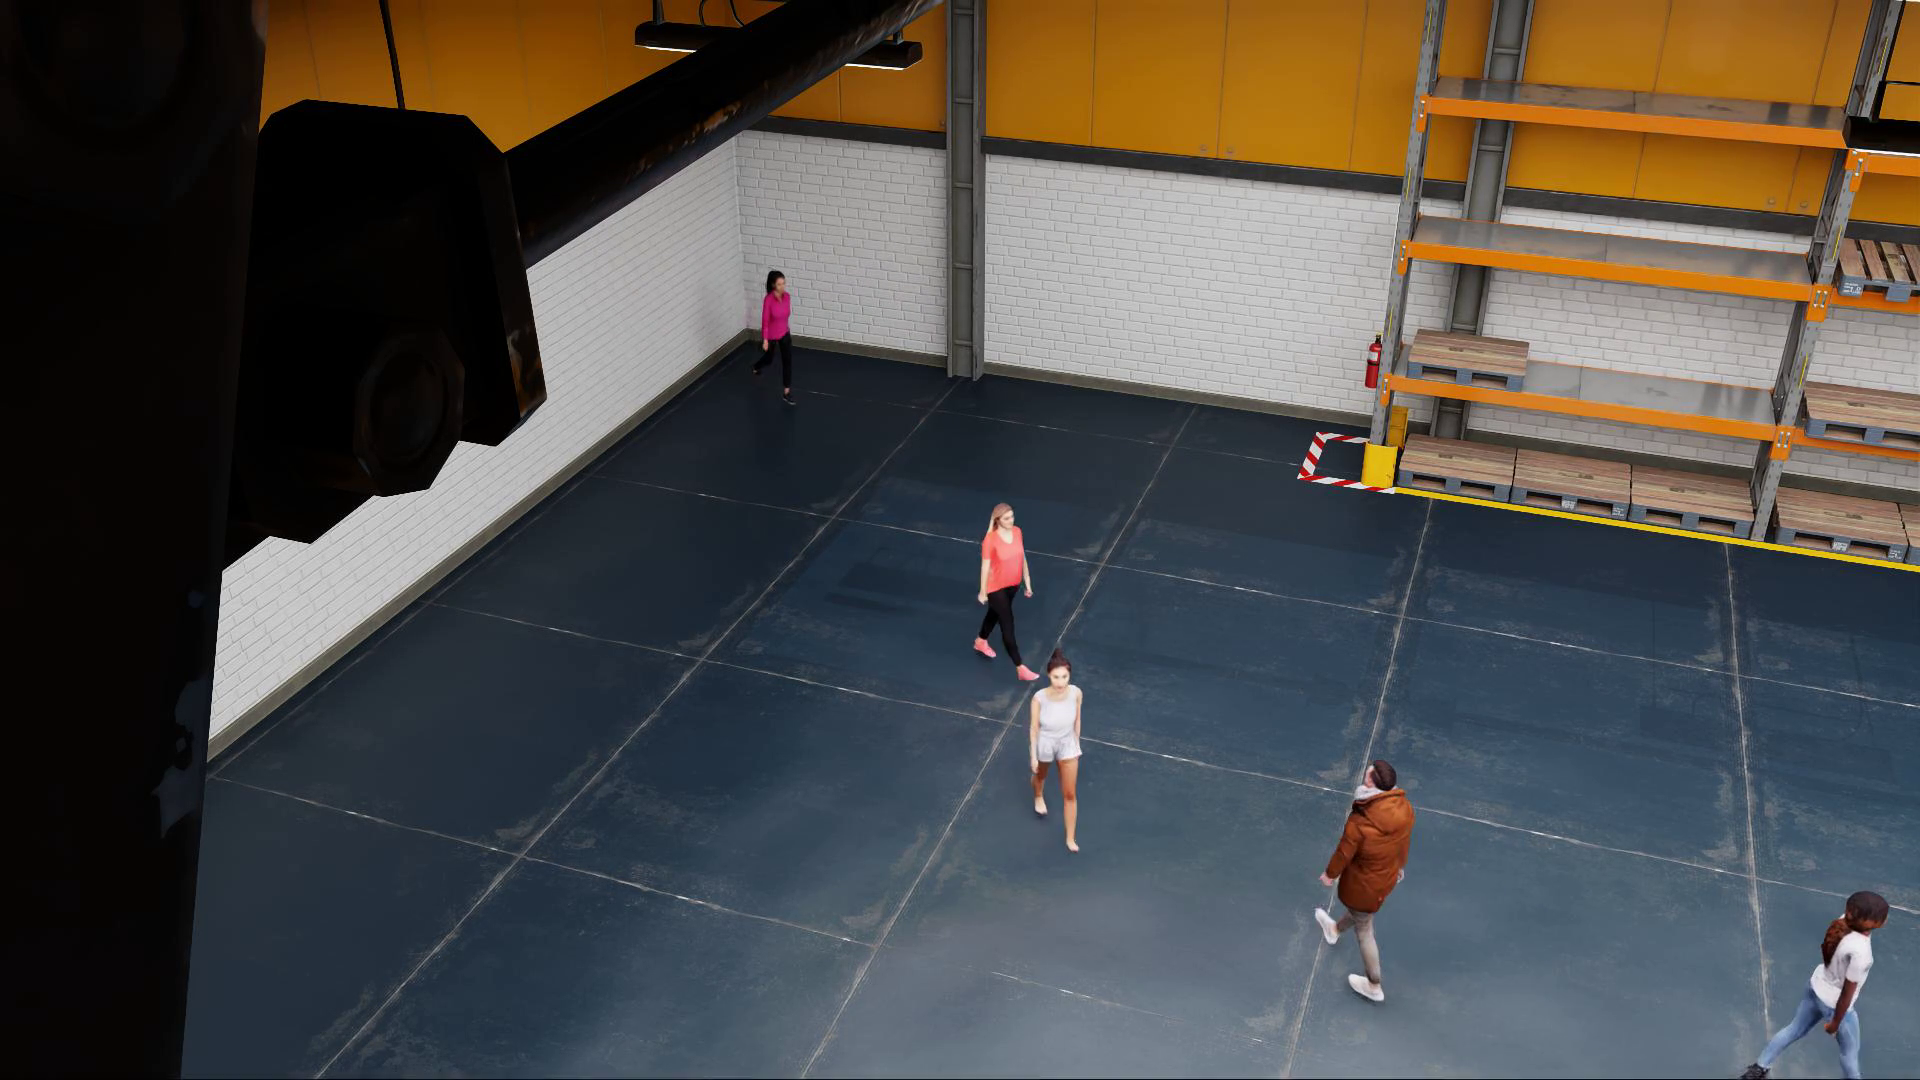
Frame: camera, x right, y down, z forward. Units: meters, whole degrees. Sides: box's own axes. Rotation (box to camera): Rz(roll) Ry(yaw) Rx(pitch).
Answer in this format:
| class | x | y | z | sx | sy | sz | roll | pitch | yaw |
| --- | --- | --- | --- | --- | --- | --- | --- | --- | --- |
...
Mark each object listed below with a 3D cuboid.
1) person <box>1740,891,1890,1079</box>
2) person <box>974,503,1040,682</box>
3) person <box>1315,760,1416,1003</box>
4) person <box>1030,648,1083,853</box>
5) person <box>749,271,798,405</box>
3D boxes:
| class | x | y | z | sx | sy | sz | roll | pitch | yaw |
| --- | --- | --- | --- | --- | --- | --- | --- | --- | --- |
| person | 5.369 | 2.877 | 10.404 | 1.183 | 1.676 | 0.766 | 4 | 29 | 7 |
| person | 0.319 | 0.415 | 14.954 | 0.950 | 1.641 | 1.206 | -24 | 37 | -37 |
| person | 2.822 | 2.346 | 11.254 | 1.095 | 1.795 | 1.202 | -17 | 33 | -29 |
| person | 0.711 | 1.563 | 12.931 | 1.074 | 1.563 | 1.000 | -5 | 29 | -9 |
| person | -2.289 | -2.508 | 20.303 | 0.969 | 1.650 | 1.184 | -22 | 36 | -34 |
